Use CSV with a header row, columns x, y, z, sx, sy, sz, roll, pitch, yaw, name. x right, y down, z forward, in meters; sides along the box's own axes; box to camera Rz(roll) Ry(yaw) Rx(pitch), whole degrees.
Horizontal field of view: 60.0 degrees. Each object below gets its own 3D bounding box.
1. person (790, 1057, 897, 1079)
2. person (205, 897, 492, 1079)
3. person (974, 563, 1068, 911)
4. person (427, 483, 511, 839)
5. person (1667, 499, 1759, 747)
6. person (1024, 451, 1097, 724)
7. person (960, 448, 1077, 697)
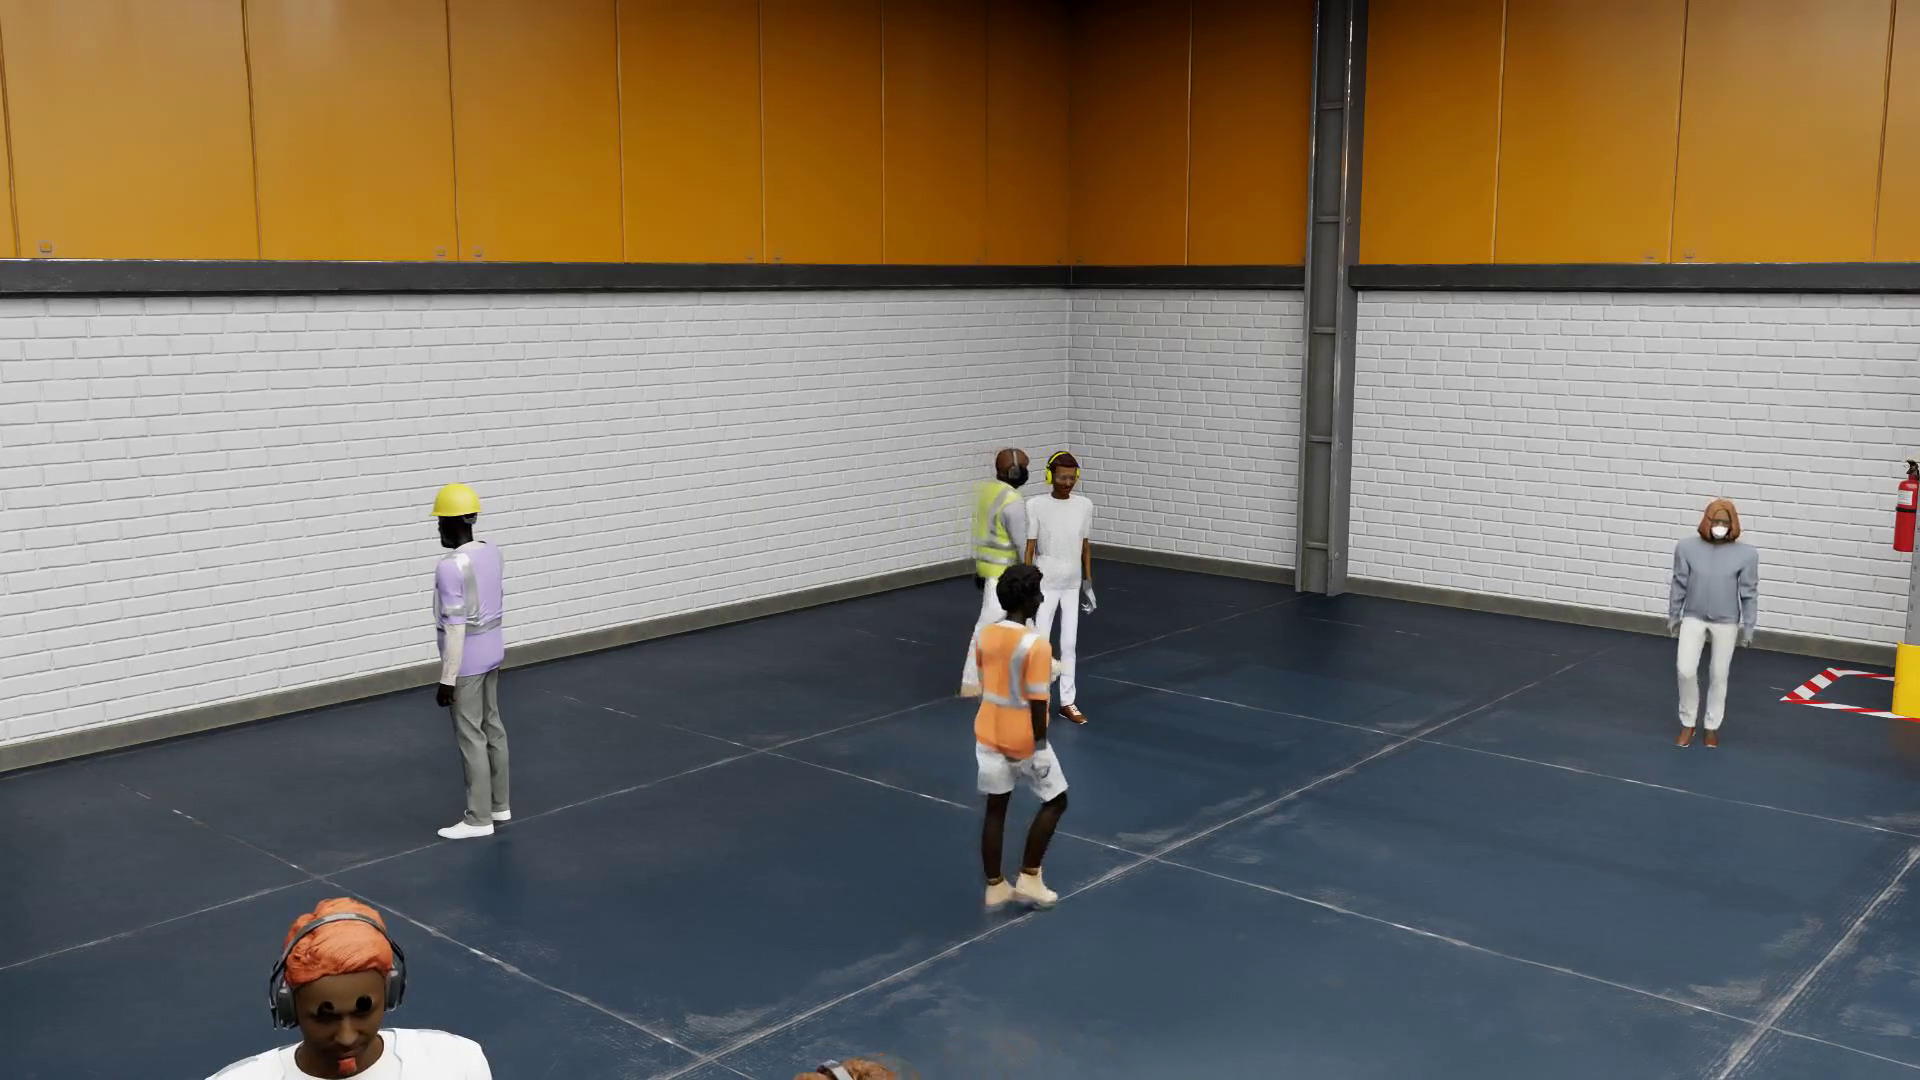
x,y,z,sx,sy,sz,roll,pitch,yaw,name
-0.145,1.697,2.774,0.604,1.811,0.647,-4,10,-21,person
-1.161,1.593,3.194,0.572,1.887,0.356,-5,10,-28,person
0.303,0.939,7.915,0.457,1.679,0.557,-7,11,-35,person
-2.665,0.651,8.982,0.376,1.925,0.594,2,9,10,person
4.800,0.544,10.622,0.522,1.612,0.497,5,10,28,person
0.675,0.329,11.207,0.516,1.865,0.329,-3,10,-19,person
0.416,0.232,12.034,0.980,1.787,0.655,-3,9,-15,person
